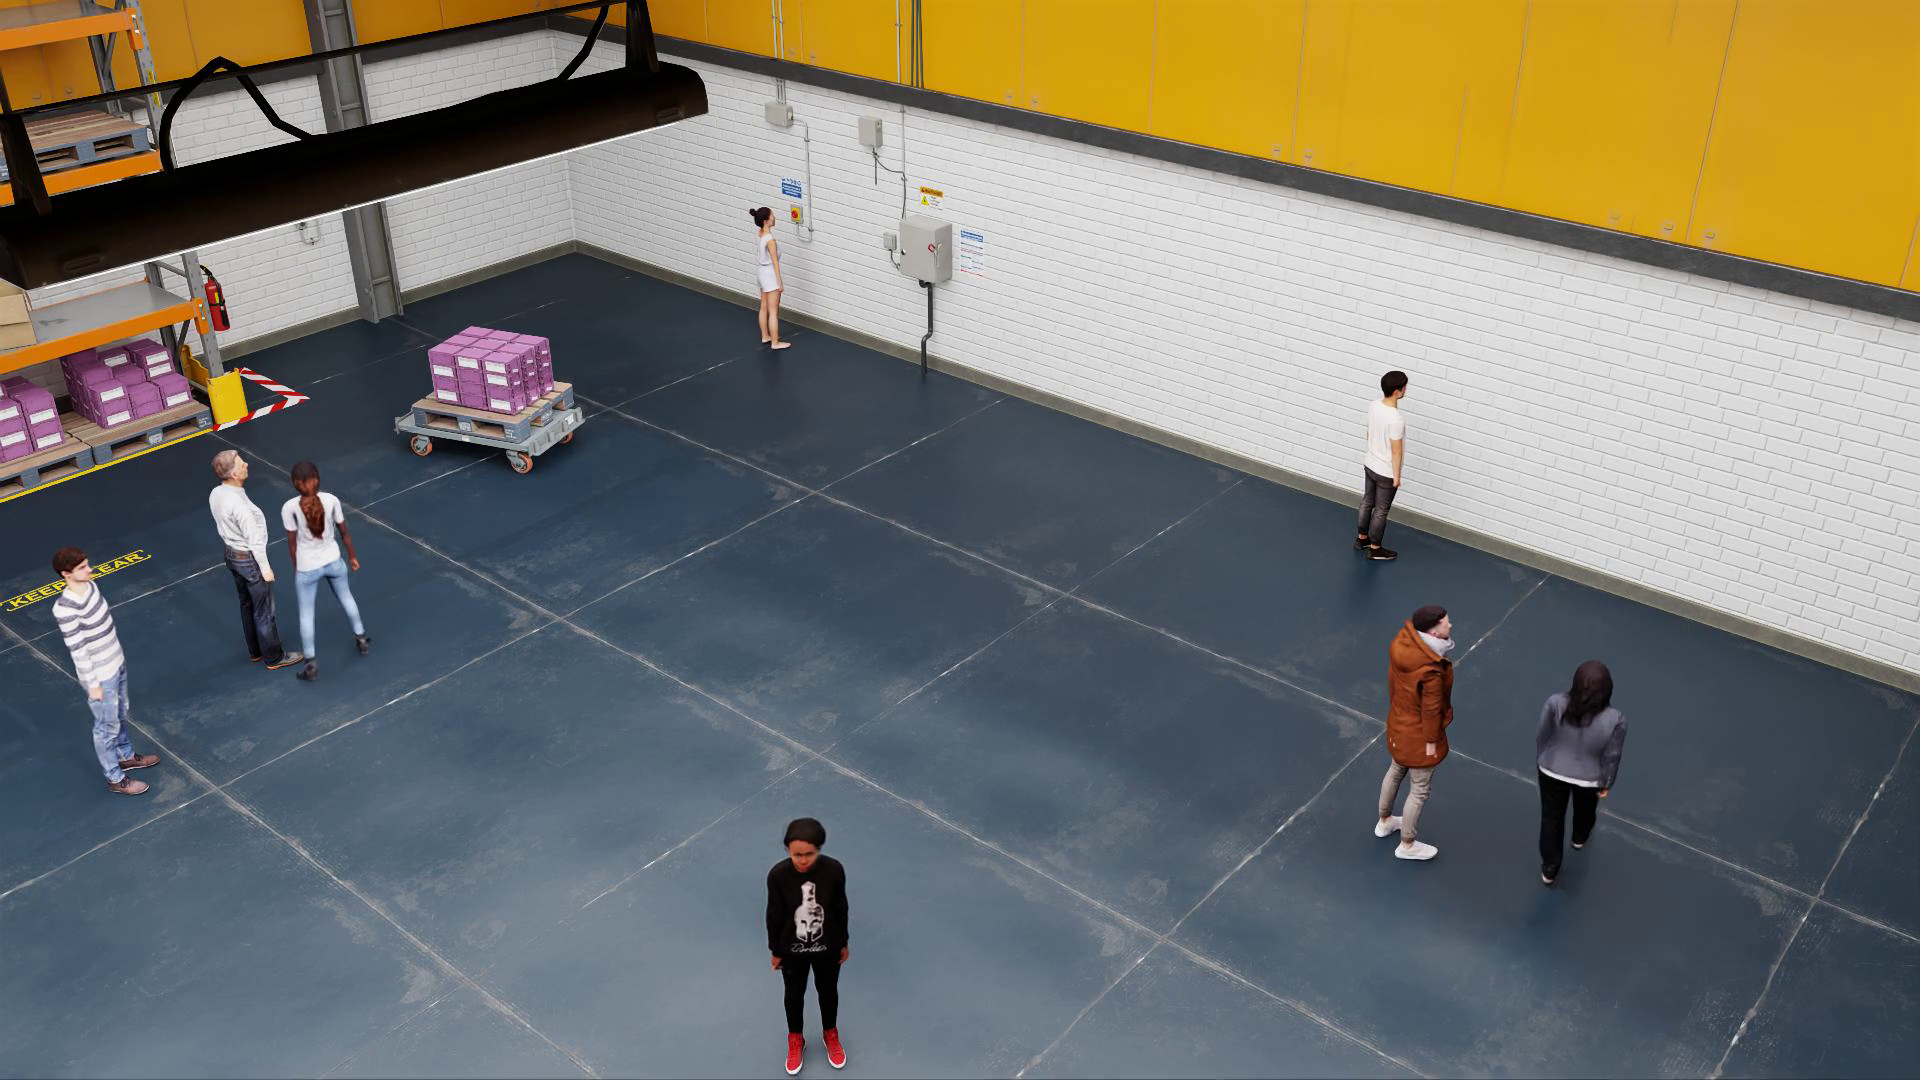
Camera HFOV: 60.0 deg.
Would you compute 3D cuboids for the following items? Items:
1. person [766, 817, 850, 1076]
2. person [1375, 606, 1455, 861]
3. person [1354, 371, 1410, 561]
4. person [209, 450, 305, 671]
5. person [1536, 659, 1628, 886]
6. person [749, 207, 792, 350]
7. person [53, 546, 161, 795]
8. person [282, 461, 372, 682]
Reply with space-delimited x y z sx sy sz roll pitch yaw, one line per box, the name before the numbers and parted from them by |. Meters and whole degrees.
person | -0.822 2.198 9.100 0.657 1.675 0.733 -5 29 -8
person | 2.936 1.220 10.722 0.893 1.839 0.851 -8 30 -14
person | 3.630 -0.659 14.288 0.716 1.722 0.706 -9 30 -15
person | -5.447 0.140 12.722 0.637 1.820 0.544 22 36 35
person | 3.860 1.489 10.505 0.836 1.574 1.005 11 30 19
person | -2.139 -2.938 18.590 0.641 1.604 0.628 -17 33 -29
person | -5.881 0.866 11.356 0.760 1.854 0.715 -4 29 -7
person | -4.865 0.196 12.742 0.728 1.702 0.943 -21 35 -33
